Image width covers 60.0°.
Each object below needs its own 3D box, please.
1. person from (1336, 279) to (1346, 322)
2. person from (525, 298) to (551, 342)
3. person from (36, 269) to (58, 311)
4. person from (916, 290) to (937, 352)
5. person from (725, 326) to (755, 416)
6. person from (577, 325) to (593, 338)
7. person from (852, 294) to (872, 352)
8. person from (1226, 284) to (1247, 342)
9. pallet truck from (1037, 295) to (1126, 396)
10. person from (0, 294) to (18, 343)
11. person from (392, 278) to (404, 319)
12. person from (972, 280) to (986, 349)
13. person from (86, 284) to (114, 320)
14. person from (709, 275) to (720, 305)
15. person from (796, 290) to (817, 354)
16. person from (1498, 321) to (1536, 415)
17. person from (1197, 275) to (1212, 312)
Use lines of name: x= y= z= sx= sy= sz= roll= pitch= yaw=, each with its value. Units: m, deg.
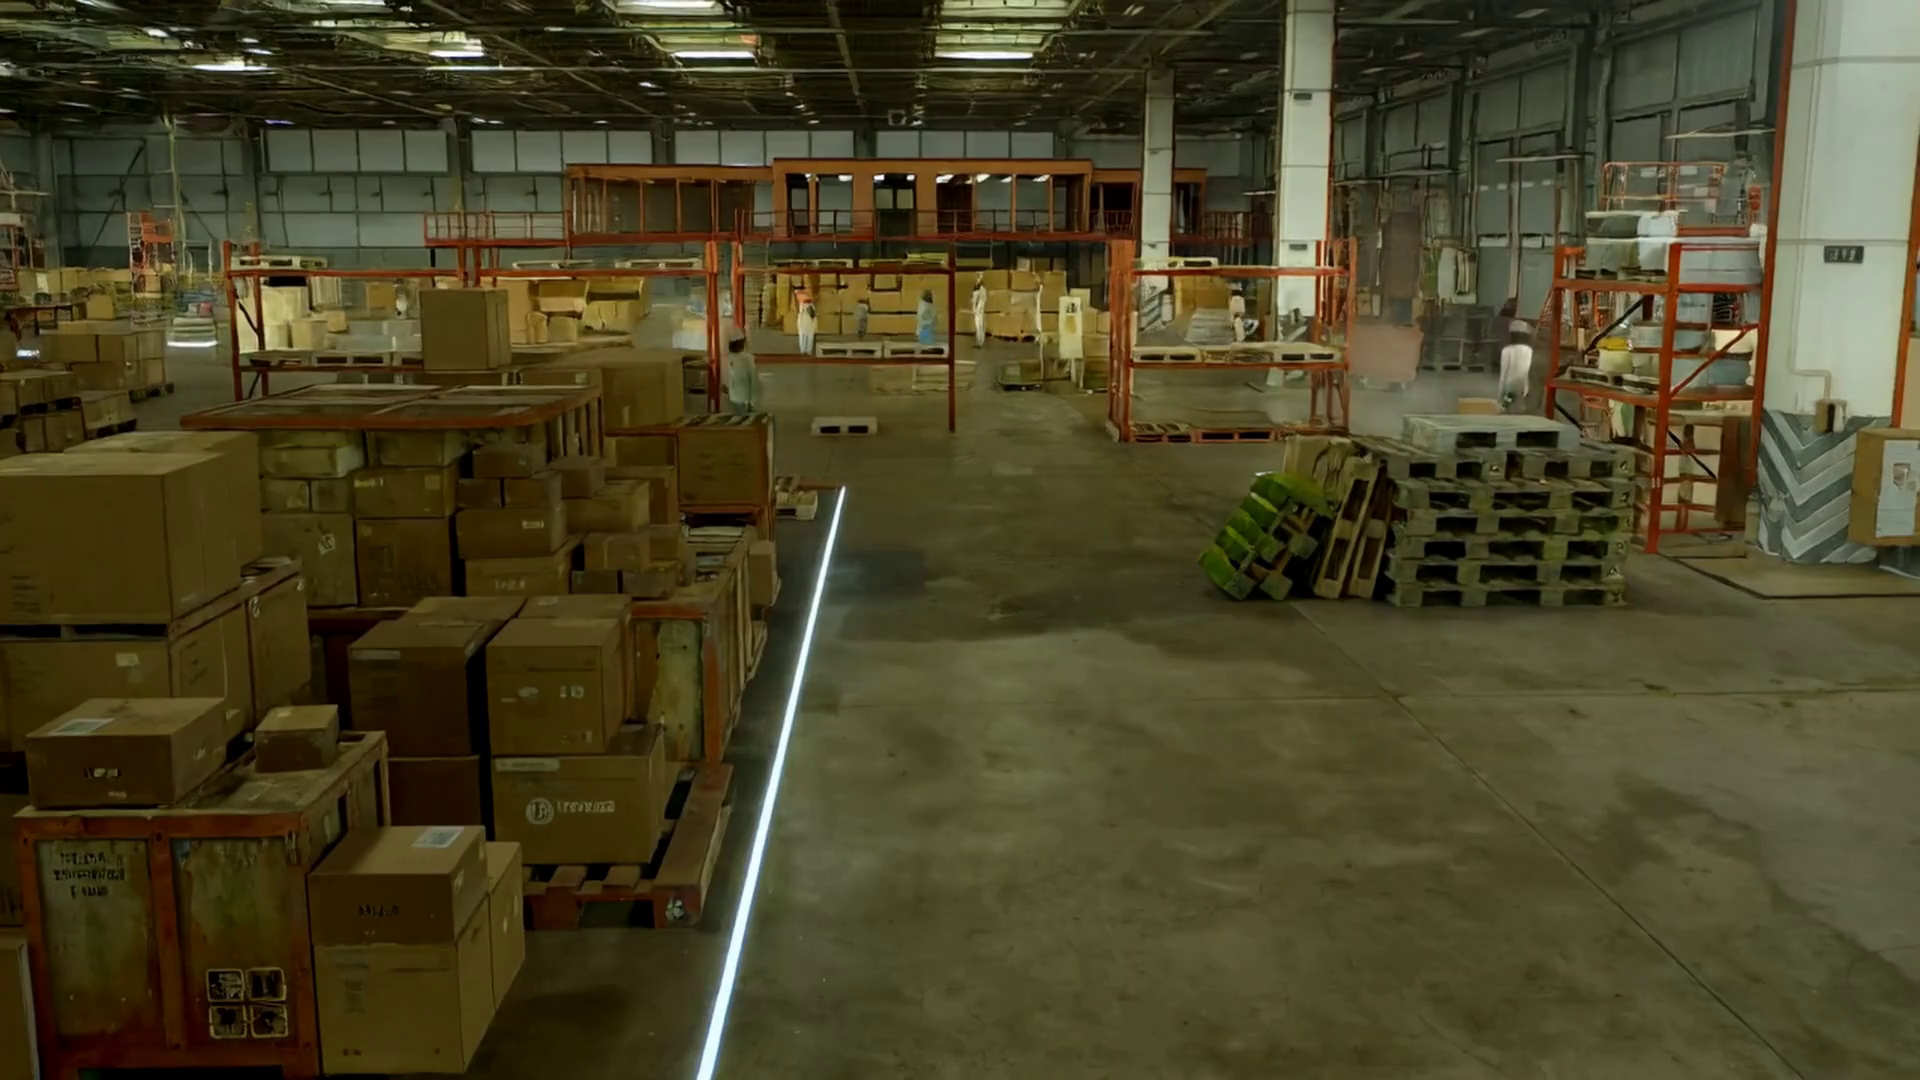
person: x=12.033 y=-7.342 z=52.774 sx=0.635 sy=1.842 sz=0.429 roll=-7 pitch=13 yaw=-35
person: x=-8.764 y=-4.090 z=34.583 sx=0.515 sy=1.872 sz=0.328 roll=-2 pitch=10 yaw=-10
person: x=-40.139 y=-10.955 z=72.860 sx=0.653 sy=1.853 sz=0.990 roll=5 pitch=12 yaw=28
person: x=-0.930 y=-5.363 z=41.838 sx=0.889 sy=1.802 sz=0.663 roll=-8 pitch=13 yaw=-37
person: x=-2.933 y=-1.952 z=22.589 sx=0.828 sy=1.898 sz=0.594 roll=-9 pitch=14 yaw=-41
person: x=-5.073 y=-1.937 z=22.497 sx=0.639 sy=1.905 sz=0.406 roll=6 pitch=12 yaw=30
person: x=-2.555 y=-5.528 z=43.074 sx=0.502 sy=1.695 sz=0.895 roll=9 pitch=14 yaw=41
person: x=7.436 y=-5.948 z=44.837 sx=0.919 sy=1.913 sz=0.604 roll=7 pitch=12 yaw=33
pallet truck: x=2.483 y=-3.881 z=33.060 sx=1.885 sy=1.965 sz=0.823 roll=-7 pitch=13 yaw=-36
person: x=-21.445 y=-4.589 z=37.360 sx=0.534 sy=1.869 sz=0.311 roll=1 pitch=10 yaw=3
person: x=-18.044 y=-7.474 z=53.418 sx=0.371 sy=1.888 sz=0.683 roll=-4 pitch=11 yaw=-23
person: x=0.537 y=-6.418 z=47.366 sx=0.366 sy=1.935 sz=0.630 roll=5 pitch=11 yaw=25
person: x=-21.350 y=-5.364 z=41.331 sx=0.614 sy=1.994 sz=0.381 roll=-6 pitch=12 yaw=-30
person: x=-9.282 y=-9.135 z=62.782 sx=0.599 sy=1.836 sz=0.972 roll=0 pitch=10 yaw=-2
person: x=-3.819 y=-5.292 z=41.360 sx=0.505 sy=1.842 sz=0.348 roll=1 pitch=10 yaw=7
person: x=7.788 y=-2.096 z=23.315 sx=0.560 sy=1.921 sz=0.445 roll=-5 pitch=11 yaw=-24
person: x=10.493 y=-10.764 z=71.446 sx=0.612 sy=1.986 sz=0.407 roll=4 pitch=11 yaw=19
